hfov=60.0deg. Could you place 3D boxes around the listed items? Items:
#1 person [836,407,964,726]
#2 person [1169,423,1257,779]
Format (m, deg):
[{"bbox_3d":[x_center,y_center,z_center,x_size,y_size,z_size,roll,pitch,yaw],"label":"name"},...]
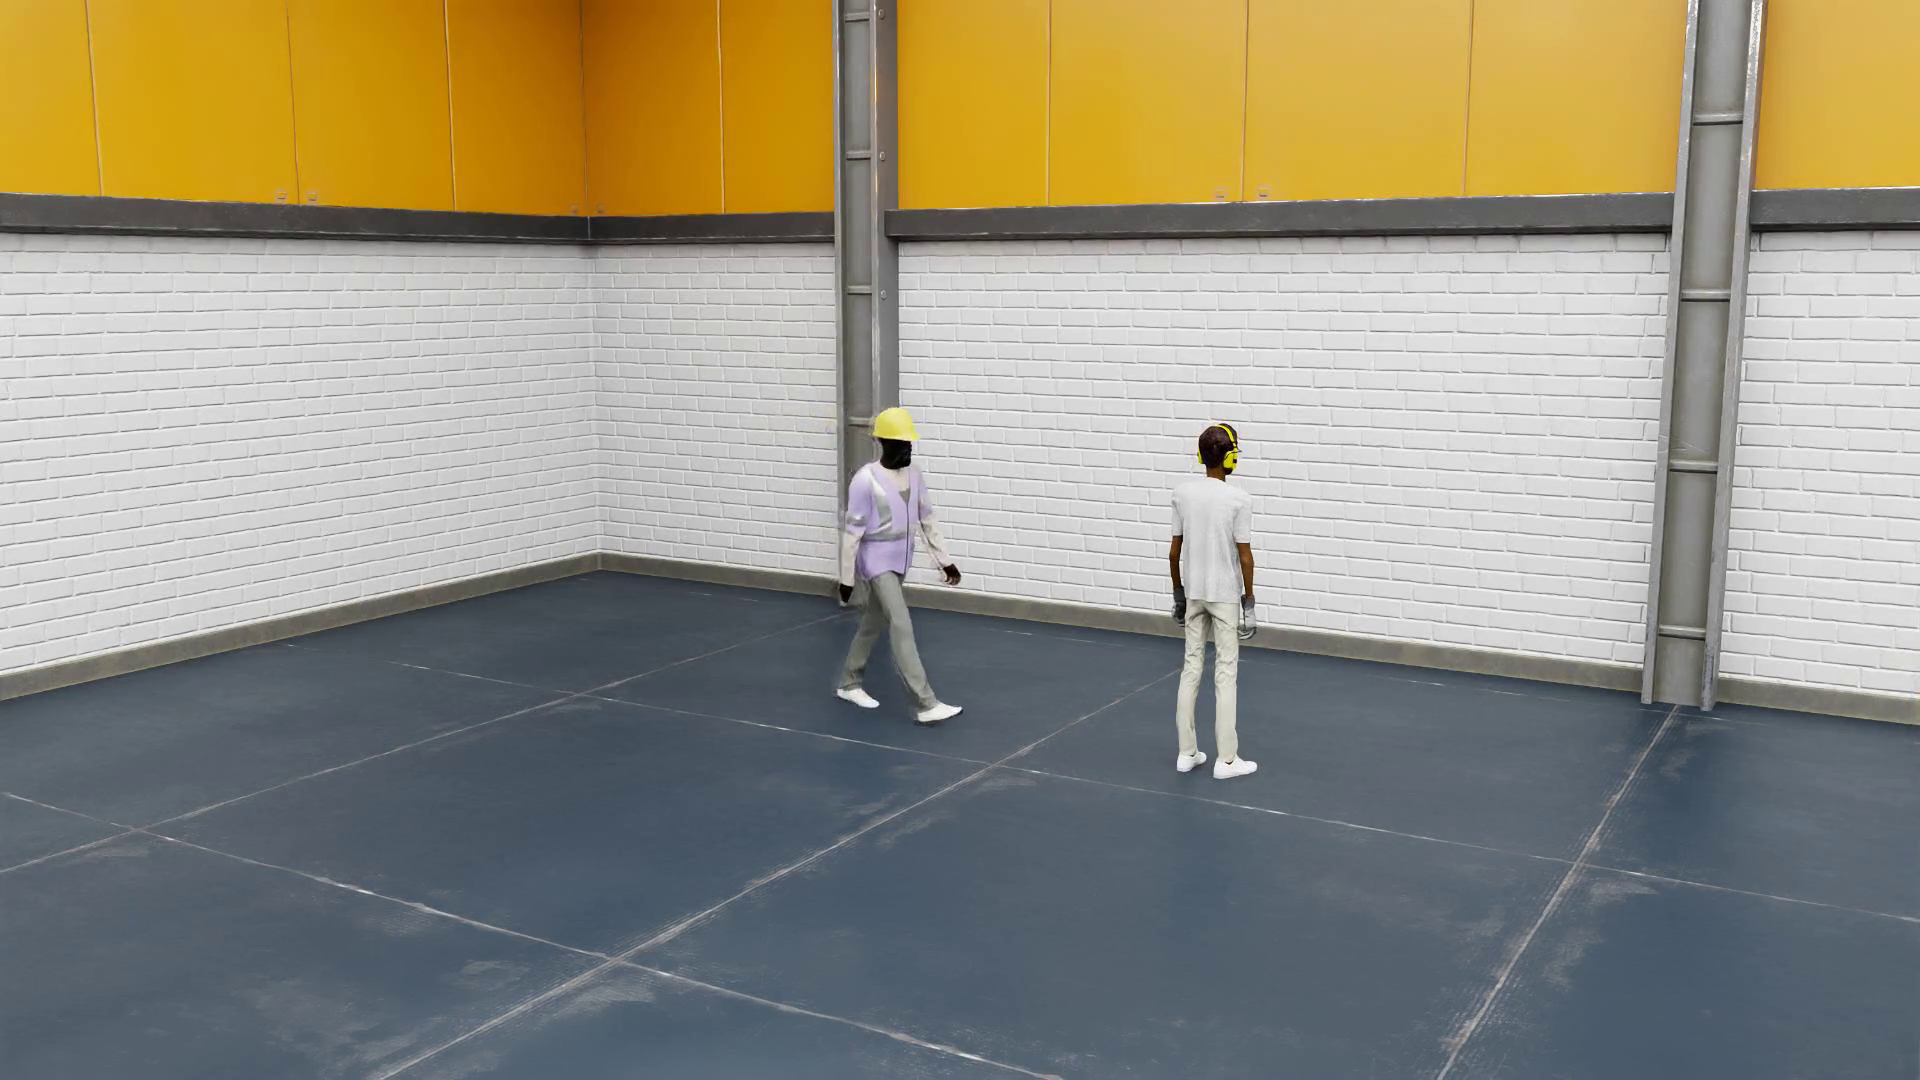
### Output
[{"bbox_3d":[-0.398,0.144,9.871,1.020,1.868,0.595,6,11,31],"label":"person"},{"bbox_3d":[1.340,0.319,8.762,0.520,1.871,0.326,7,12,38],"label":"person"}]
